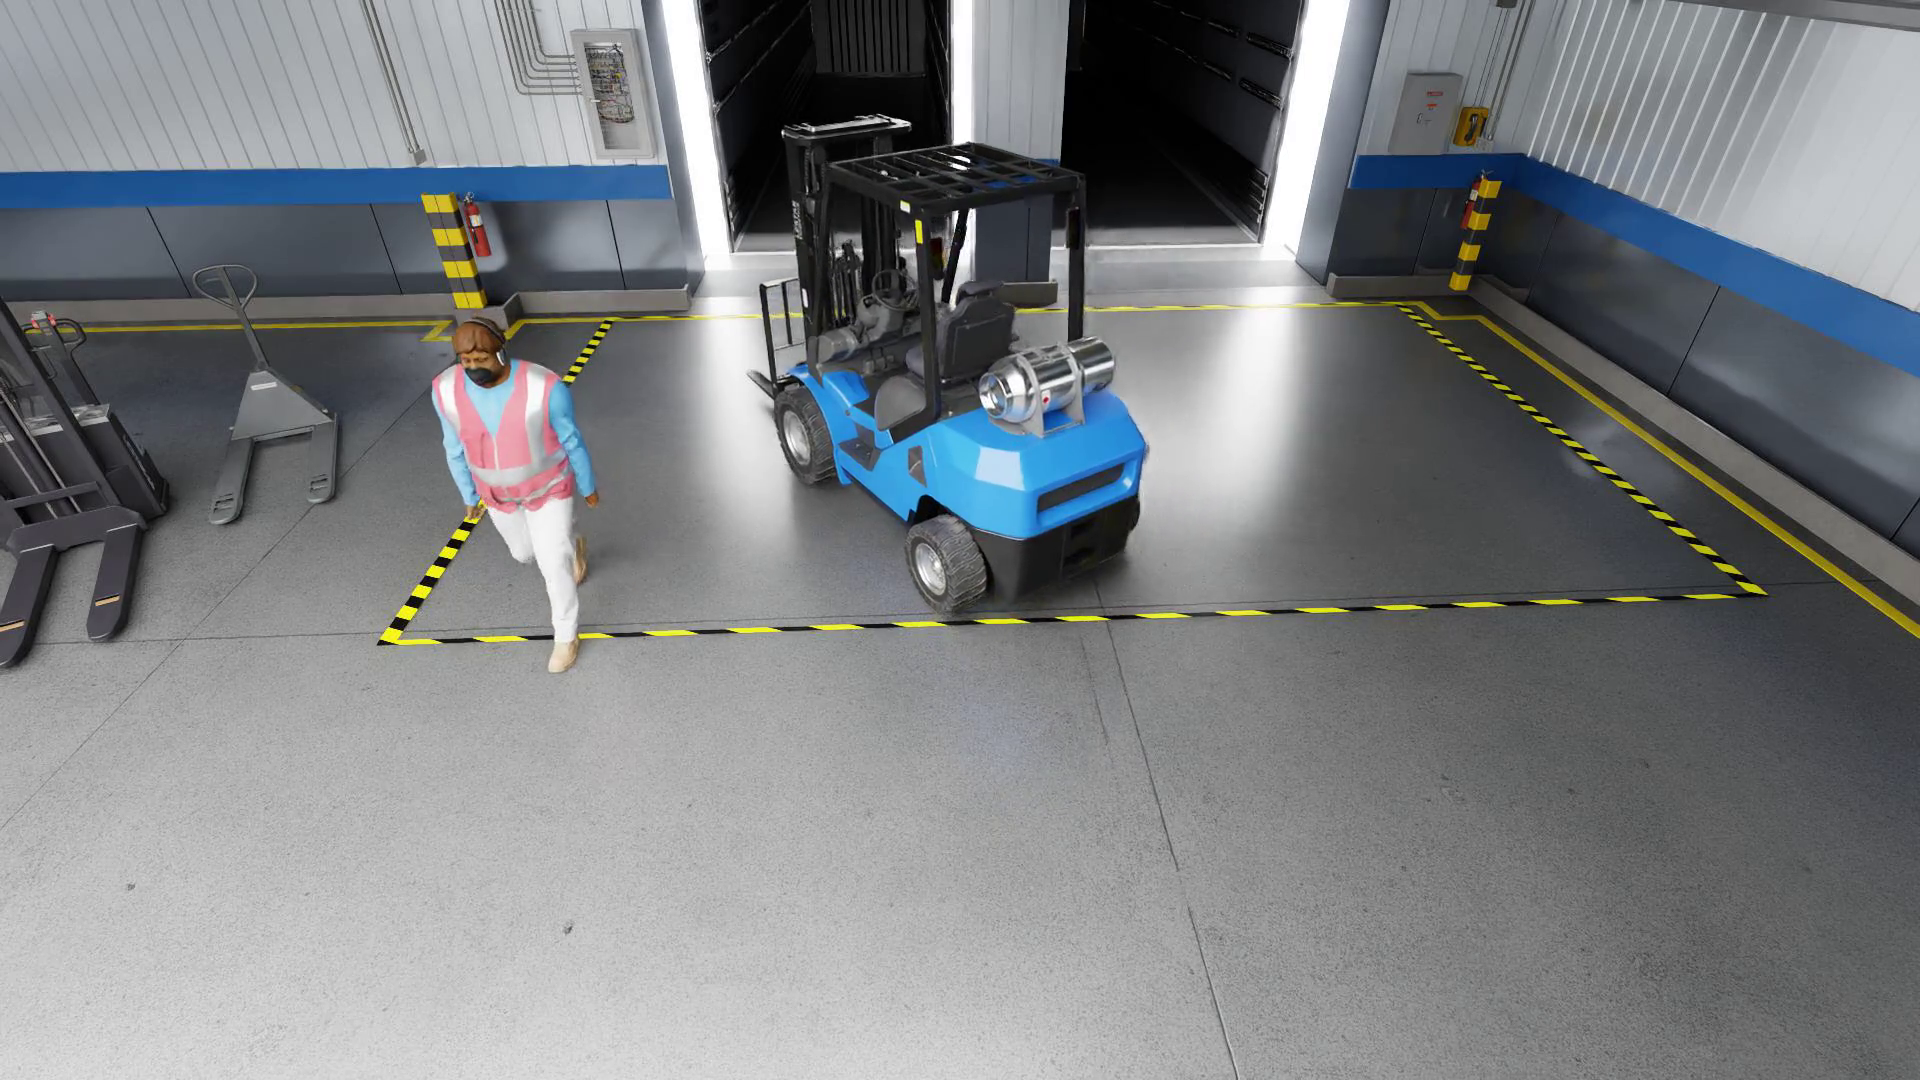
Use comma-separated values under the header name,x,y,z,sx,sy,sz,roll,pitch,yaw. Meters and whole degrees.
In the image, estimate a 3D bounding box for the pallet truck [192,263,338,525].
name,x,y,z,sx,sy,sz,roll,pitch,yaw
pallet truck,-4.778,-1.027,6.128,0.680,1.201,1.601,-17,38,-23

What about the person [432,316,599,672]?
name,x,y,z,sx,sy,sz,roll,pitch,yaw
person,-2.137,-0.285,4.571,0.634,1.800,0.904,0,35,0

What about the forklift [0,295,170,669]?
name,x,y,z,sx,sy,sz,roll,pitch,yaw
forklift,-5.212,-0.618,4.878,0.823,1.965,1.885,-20,39,-26

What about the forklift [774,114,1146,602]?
name,x,y,z,sx,sy,sz,roll,pitch,yaw
forklift,-0.109,-1.196,5.397,1.157,2.036,2.680,-22,40,-28
